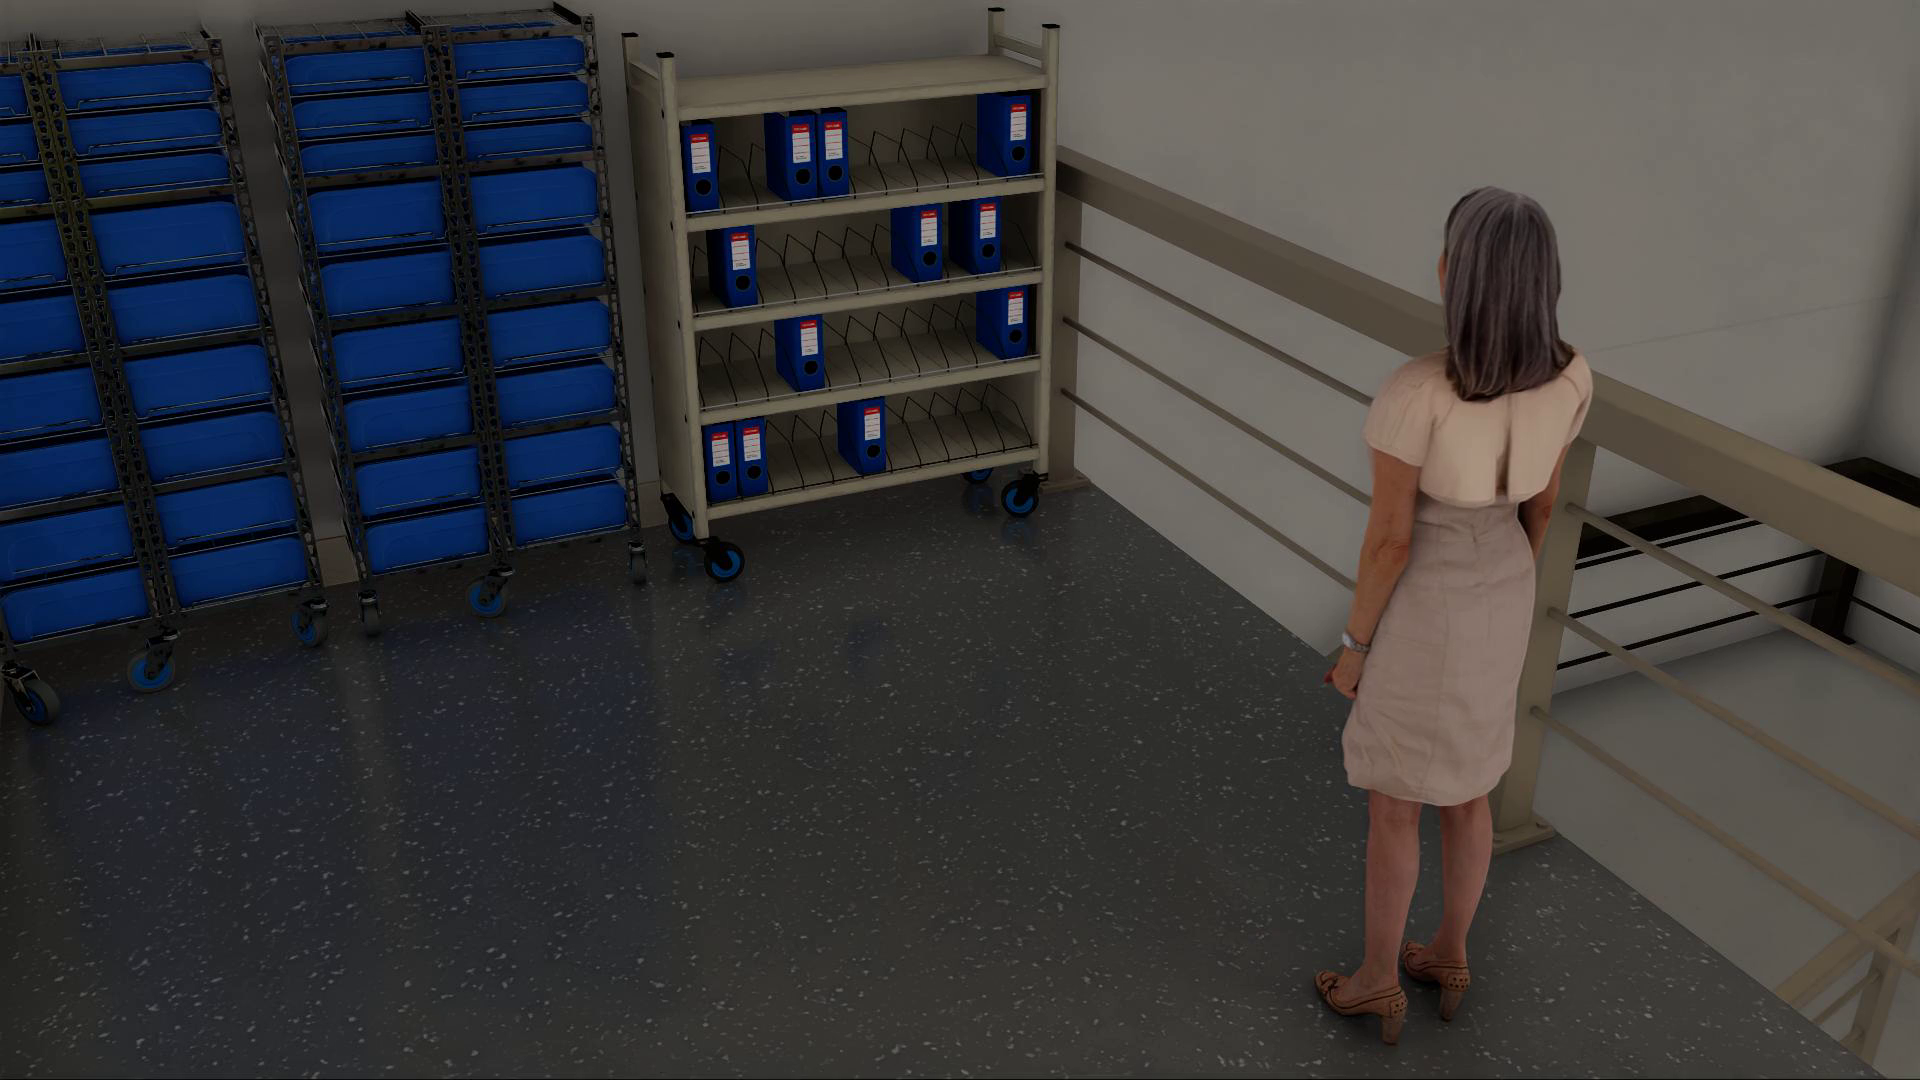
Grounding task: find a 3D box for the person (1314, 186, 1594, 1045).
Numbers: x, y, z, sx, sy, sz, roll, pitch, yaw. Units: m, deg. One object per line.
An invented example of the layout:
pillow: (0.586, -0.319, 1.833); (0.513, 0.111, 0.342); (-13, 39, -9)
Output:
person: (0.916, 0.198, 3.143); (0.486, 1.736, 0.658); (-10, 27, -20)
